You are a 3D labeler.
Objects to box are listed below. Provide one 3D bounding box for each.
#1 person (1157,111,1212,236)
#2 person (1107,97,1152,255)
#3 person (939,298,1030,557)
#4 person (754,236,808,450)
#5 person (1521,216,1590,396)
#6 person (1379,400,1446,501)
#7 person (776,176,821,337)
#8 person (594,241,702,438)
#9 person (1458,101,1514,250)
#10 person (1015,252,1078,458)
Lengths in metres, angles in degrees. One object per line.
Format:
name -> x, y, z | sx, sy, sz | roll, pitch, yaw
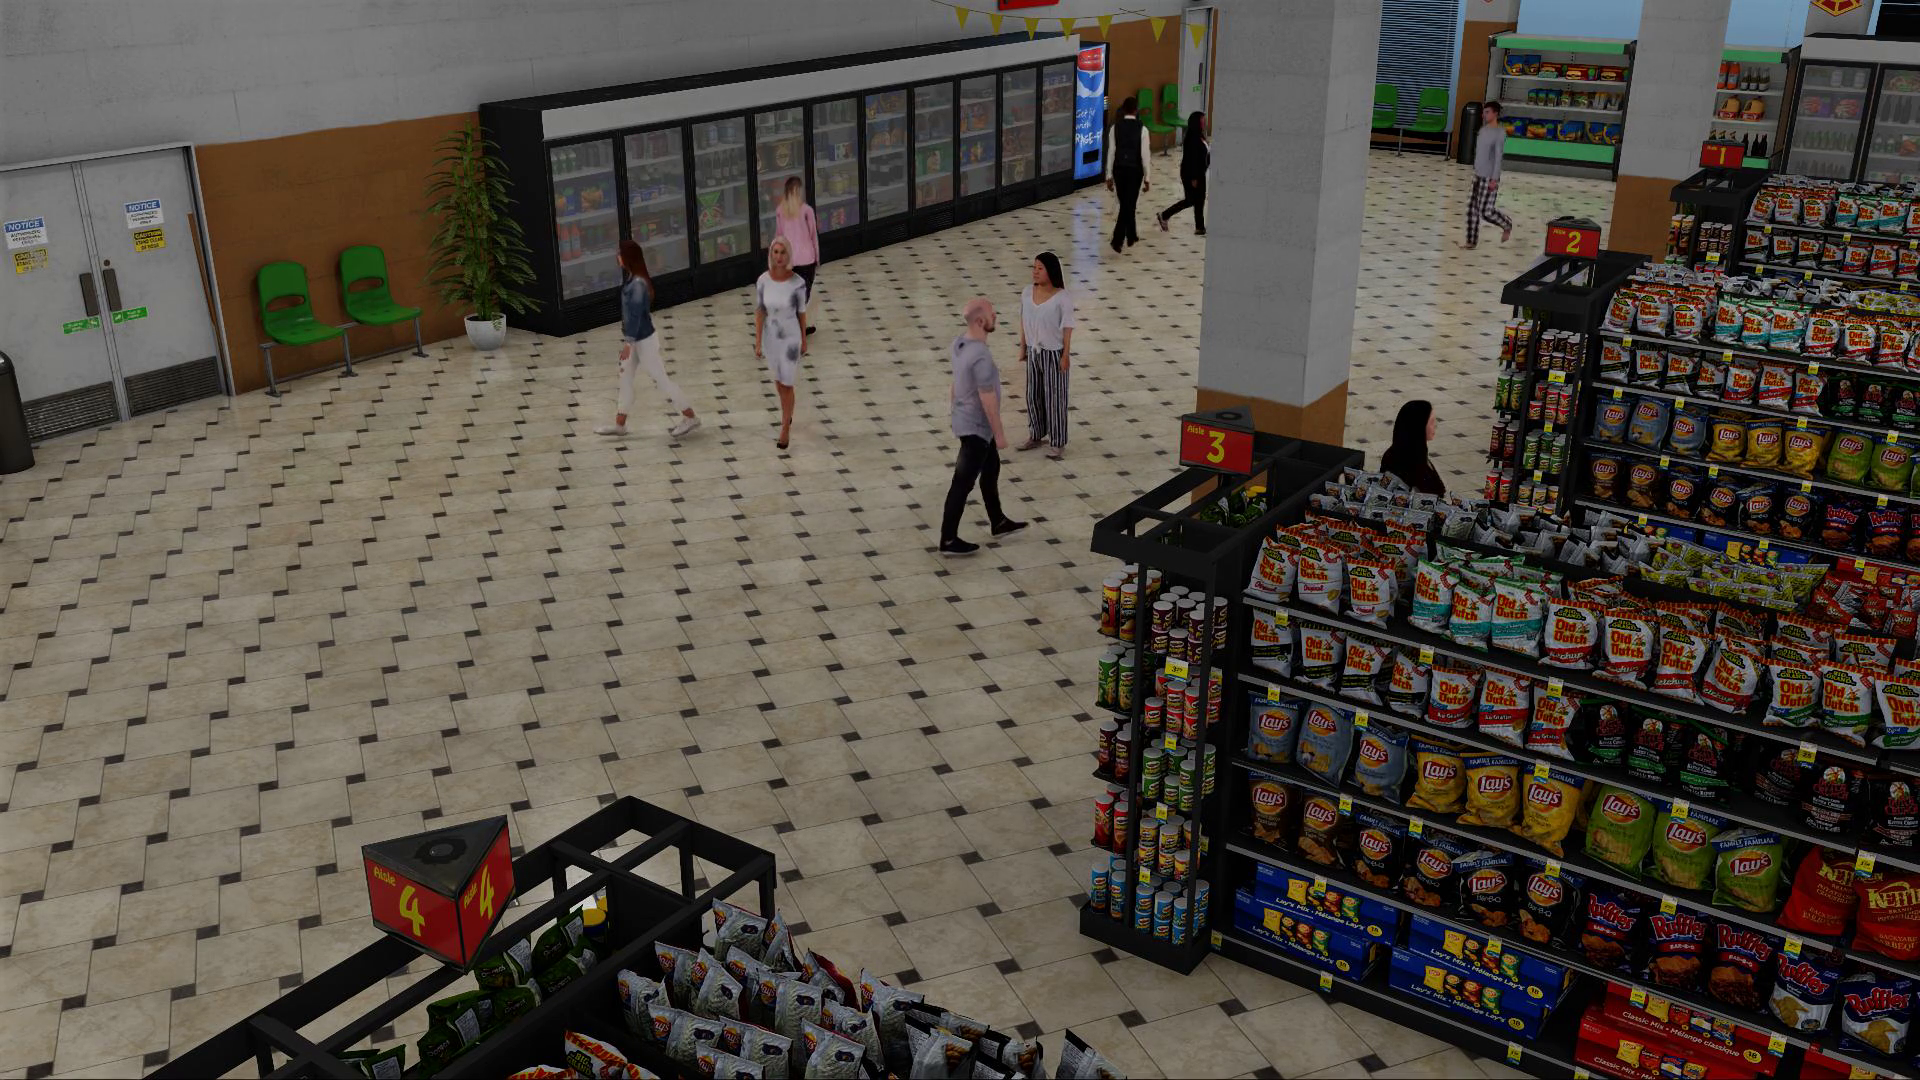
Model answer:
person -> 2.972, -4.761, 21.727 | 1.079, 1.594, 0.858 | 5, 22, 12
person -> 2.062, -4.504, 20.698 | 1.263, 1.885, 0.895 | 10, 24, 24
person -> 0.010, -0.755, 11.470 | 1.076, 1.809, 1.048 | -6, 23, -15
person -> -1.485, -1.667, 13.878 | 1.107, 1.706, 0.952 | 3, 22, 8
person -> 4.898, -1.758, 13.857 | 1.167, 1.891, 1.104 | 2, 22, 5
person -> 2.437, 0.061, 9.548 | 1.166, 1.727, 0.974 | 3, 22, 6
person -> -1.664, -2.776, 16.694 | 0.992, 1.664, 0.703 | 12, 25, 27
person -> -2.547, -1.629, 13.841 | 1.089, 1.662, 1.135 | -8, 23, -19
person -> 6.702, -4.577, 20.952 | 0.980, 1.831, 0.977 | -8, 23, -18
person -> 0.707, -1.521, 13.549 | 0.586, 1.680, 0.767 | 18, 28, 38
